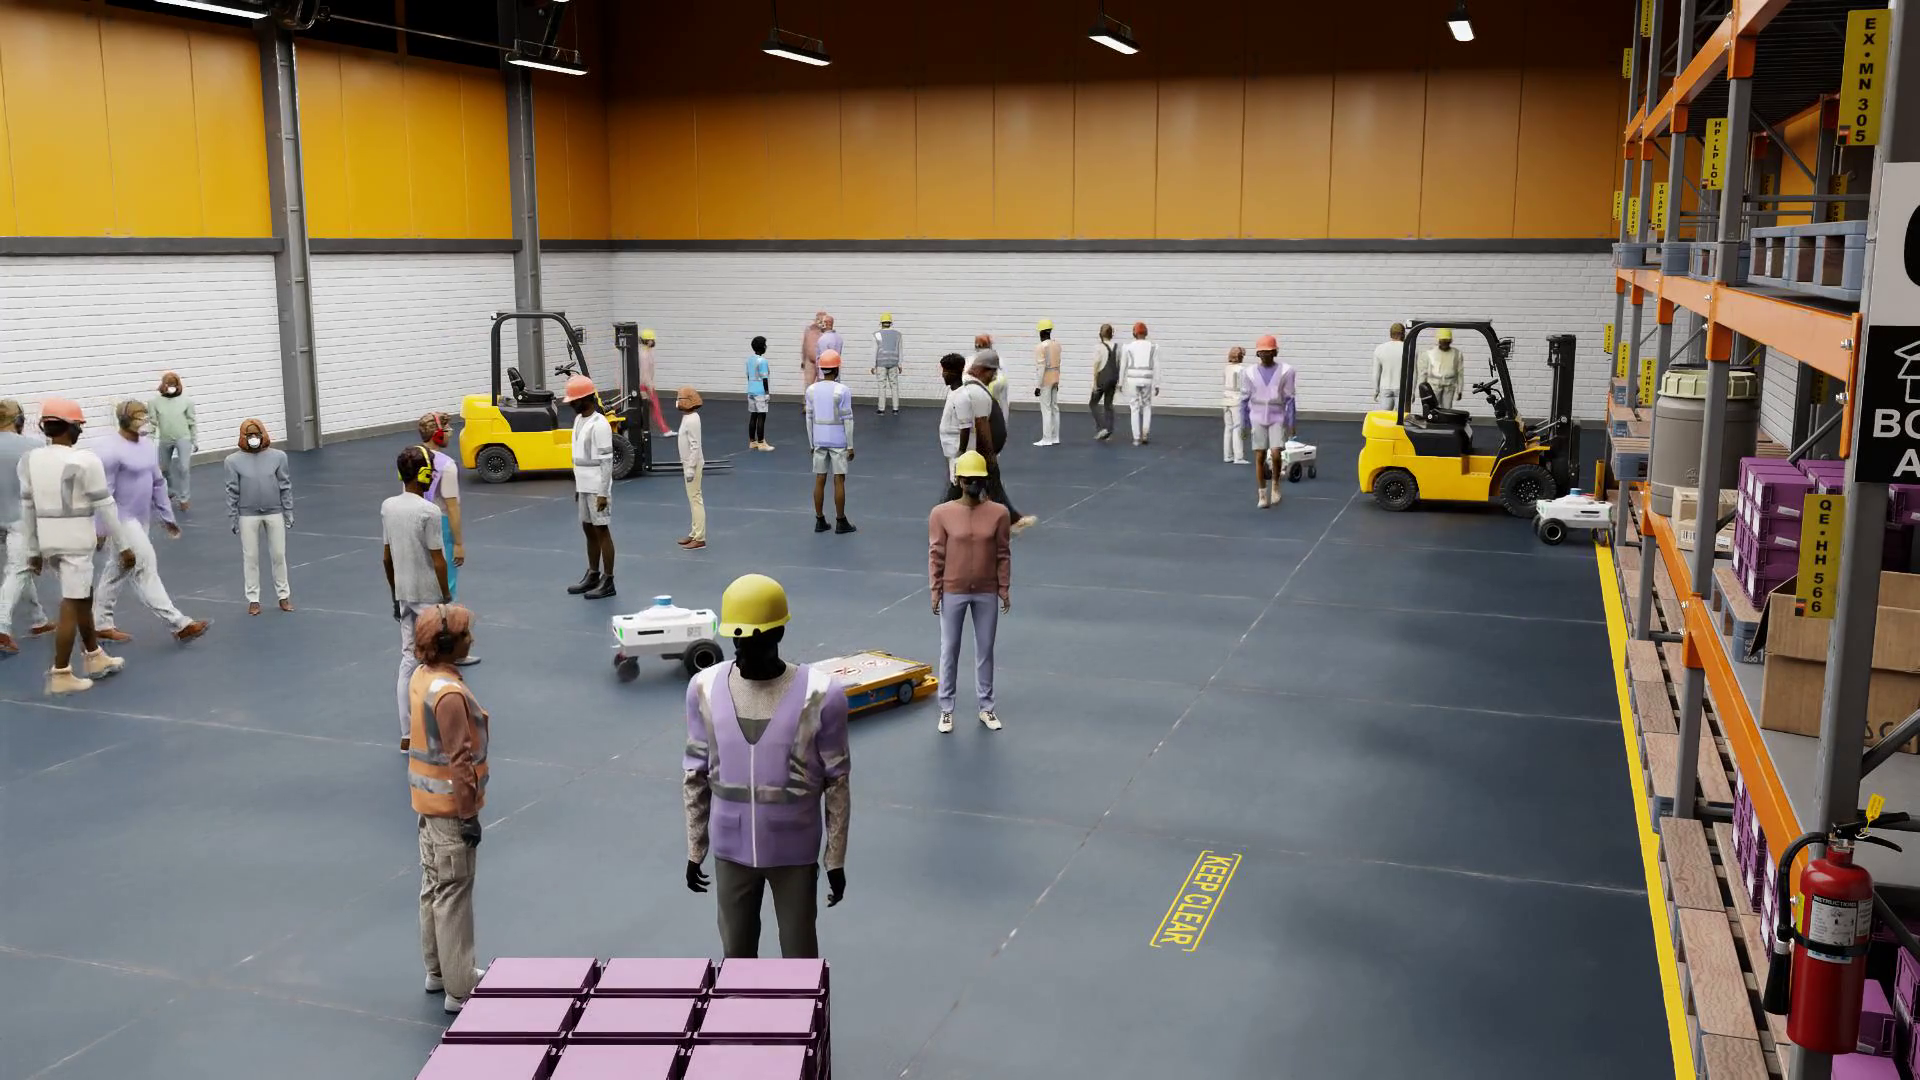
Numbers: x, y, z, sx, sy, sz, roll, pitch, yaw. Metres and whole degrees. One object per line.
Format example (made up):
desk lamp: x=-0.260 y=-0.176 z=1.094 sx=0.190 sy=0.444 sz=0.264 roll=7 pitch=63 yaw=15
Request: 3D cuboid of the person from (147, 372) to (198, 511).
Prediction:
person: x=-9.024 y=-1.144 z=19.100 sx=0.532 sy=1.604 sz=0.616 roll=-3 pitch=11 yaw=-17

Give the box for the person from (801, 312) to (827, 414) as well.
person: x=-2.561 y=-3.131 z=29.594 sx=0.719 sy=1.849 sz=0.921 roll=2 pitch=10 yaw=13

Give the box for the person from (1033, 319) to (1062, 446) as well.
person: x=1.305 y=-2.379 z=25.144 sx=0.382 sy=1.923 sz=0.593 roll=7 pitch=12 yaw=34

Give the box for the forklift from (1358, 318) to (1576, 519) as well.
forklift: x=5.787 y=-1.437 z=19.079 sx=2.313 sy=2.155 sz=1.214 roll=3 pitch=11 yaw=19

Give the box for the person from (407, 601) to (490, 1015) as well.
person: x=-2.022 y=1.056 z=6.602 sx=0.309 sy=1.641 sz=0.513 roll=-6 pitch=12 yaw=-32

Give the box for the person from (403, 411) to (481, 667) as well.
person: x=-3.783 y=0.001 z=11.959 sx=0.564 sy=1.847 sz=0.395 roll=8 pitch=13 yaw=37

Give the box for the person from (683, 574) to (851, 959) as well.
person: x=-0.678 y=1.060 z=5.772 sx=0.594 sy=1.925 sz=0.378 roll=2 pitch=10 yaw=11

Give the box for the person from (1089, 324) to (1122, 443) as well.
person: x=2.226 y=-2.406 z=25.573 sx=0.535 sy=1.825 sz=0.412 roll=-6 pitch=12 yaw=-31

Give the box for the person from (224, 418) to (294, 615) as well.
person: x=-5.762 y=-0.196 z=13.700 sx=0.503 sy=1.626 sz=0.280 roll=-6 pitch=12 yaw=-29

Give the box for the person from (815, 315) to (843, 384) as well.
person: x=-2.135 y=-2.665 z=26.806 sx=0.400 sy=1.910 sz=0.643 roll=4 pitch=11 yaw=22

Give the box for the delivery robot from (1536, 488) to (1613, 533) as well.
delivery robot: x=6.257 y=-0.284 z=16.936 sx=0.707 sy=0.478 sz=0.477 roll=2 pitch=10 yaw=10

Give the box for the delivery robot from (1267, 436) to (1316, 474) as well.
delivery robot: x=4.293 y=-1.098 z=21.520 sx=0.707 sy=0.478 sz=0.477 roll=-10 pitch=14 yaw=-44

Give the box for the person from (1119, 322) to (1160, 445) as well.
person: x=2.730 y=-2.388 z=25.360 sx=0.589 sy=1.859 sz=0.604 roll=0 pitch=10 yaw=-1

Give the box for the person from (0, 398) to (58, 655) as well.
person: x=-7.151 y=-0.110 z=12.497 sx=0.658 sy=1.894 sz=1.000 roll=0 pitch=10 yaw=2

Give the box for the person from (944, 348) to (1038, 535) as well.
person: x=0.266 y=-1.006 z=17.086 sx=1.074 sy=2.000 sz=0.688 roll=1 pitch=10 yaw=5

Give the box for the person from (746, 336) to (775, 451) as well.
person: x=-2.957 y=-2.157 z=24.532 sx=0.316 sy=1.696 sz=0.542 roll=-7 pitch=12 yaw=-34

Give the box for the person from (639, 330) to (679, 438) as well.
person: x=-4.891 y=-2.427 z=26.006 sx=0.924 sy=1.715 sz=0.549 roll=0 pitch=10 yaw=-1

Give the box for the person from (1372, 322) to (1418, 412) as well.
person: x=6.164 y=-2.111 z=23.602 sx=0.629 sy=1.937 sz=0.376 roll=5 pitch=11 yaw=25

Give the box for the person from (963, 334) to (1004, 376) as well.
person: x=0.253 y=-1.805 z=22.160 sx=0.592 sy=1.836 sz=0.958 roll=7 pitch=12 yaw=36

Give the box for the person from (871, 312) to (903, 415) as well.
person: x=-1.315 y=-3.138 z=29.678 sx=0.601 sy=1.830 sz=0.403 roll=-4 pitch=11 yaw=-21

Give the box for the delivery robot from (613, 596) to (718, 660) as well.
delivery robot: x=-2.086 y=0.637 z=11.752 sx=0.707 sy=0.478 sz=0.477 roll=-3 pitch=11 yaw=-18

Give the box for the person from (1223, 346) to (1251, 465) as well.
person: x=3.818 y=-1.861 z=23.058 sx=0.328 sy=1.634 sz=0.520 roll=-4 pitch=11 yaw=-22

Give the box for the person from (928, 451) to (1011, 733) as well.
person: x=0.065 y=0.321 z=10.376 sx=0.525 sy=1.772 sz=0.309 roll=-2 pitch=10 yaw=-11

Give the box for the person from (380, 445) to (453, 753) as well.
person: x=-3.181 y=0.364 z=9.874 sx=0.507 sy=1.865 sz=0.329 roll=6 pitch=12 yaw=30

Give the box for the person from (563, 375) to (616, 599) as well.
person: x=-3.188 y=-0.453 z=14.295 sx=0.390 sy=1.925 sz=0.547 roll=-7 pitch=13 yaw=-36

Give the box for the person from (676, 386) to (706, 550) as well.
person: x=-2.700 y=-0.724 z=16.642 sx=0.281 sy=1.634 sz=0.498 roll=-3 pitch=10 yaw=-14

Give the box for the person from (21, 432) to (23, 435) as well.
person: x=-8.516 y=-0.492 z=14.567 sx=0.652 sy=1.906 sz=0.403 roll=-8 pitch=13 yaw=-36

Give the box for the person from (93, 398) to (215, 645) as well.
person: x=-6.151 y=-0.127 z=12.556 sx=1.044 sy=1.879 sz=0.625 roll=0 pitch=10 yaw=0

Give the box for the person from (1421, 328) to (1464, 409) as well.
person: x=7.223 y=-2.284 z=24.905 sx=0.624 sy=1.816 sz=0.434 roll=2 pitch=10 yaw=10

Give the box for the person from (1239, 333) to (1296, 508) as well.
person: x=3.528 y=-1.365 z=19.134 sx=0.646 sy=2.026 sz=0.449 roll=3 pitch=11 yaw=18

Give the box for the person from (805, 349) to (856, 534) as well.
person: x=-1.353 y=-1.034 z=17.520 sx=0.545 sy=1.942 sz=0.354 roll=5 pitch=11 yaw=24

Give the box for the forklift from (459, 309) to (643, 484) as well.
forklift: x=-5.354 y=-1.902 z=21.697 sx=2.313 sy=2.155 sz=1.214 roll=-2 pitch=10 yaw=-13

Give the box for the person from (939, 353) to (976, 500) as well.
person: x=-0.024 y=-0.887 z=16.635 sx=0.373 sy=1.962 sz=0.607 roll=-1 pitch=10 yaw=-5

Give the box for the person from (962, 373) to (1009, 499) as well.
person: x=0.271 y=-1.364 z=19.778 sx=0.648 sy=1.791 sz=0.952 roll=1 pitch=10 yaw=6

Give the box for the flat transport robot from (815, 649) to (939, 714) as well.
flat transport robot: x=-0.807 y=0.971 z=10.933 sx=0.652 sy=0.197 sz=1.431 roll=9 pitch=13 yaw=40

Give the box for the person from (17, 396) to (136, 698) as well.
person: x=-5.986 y=0.022 z=11.375 sx=0.633 sy=2.003 sz=0.895 roll=4 pitch=11 yaw=19
